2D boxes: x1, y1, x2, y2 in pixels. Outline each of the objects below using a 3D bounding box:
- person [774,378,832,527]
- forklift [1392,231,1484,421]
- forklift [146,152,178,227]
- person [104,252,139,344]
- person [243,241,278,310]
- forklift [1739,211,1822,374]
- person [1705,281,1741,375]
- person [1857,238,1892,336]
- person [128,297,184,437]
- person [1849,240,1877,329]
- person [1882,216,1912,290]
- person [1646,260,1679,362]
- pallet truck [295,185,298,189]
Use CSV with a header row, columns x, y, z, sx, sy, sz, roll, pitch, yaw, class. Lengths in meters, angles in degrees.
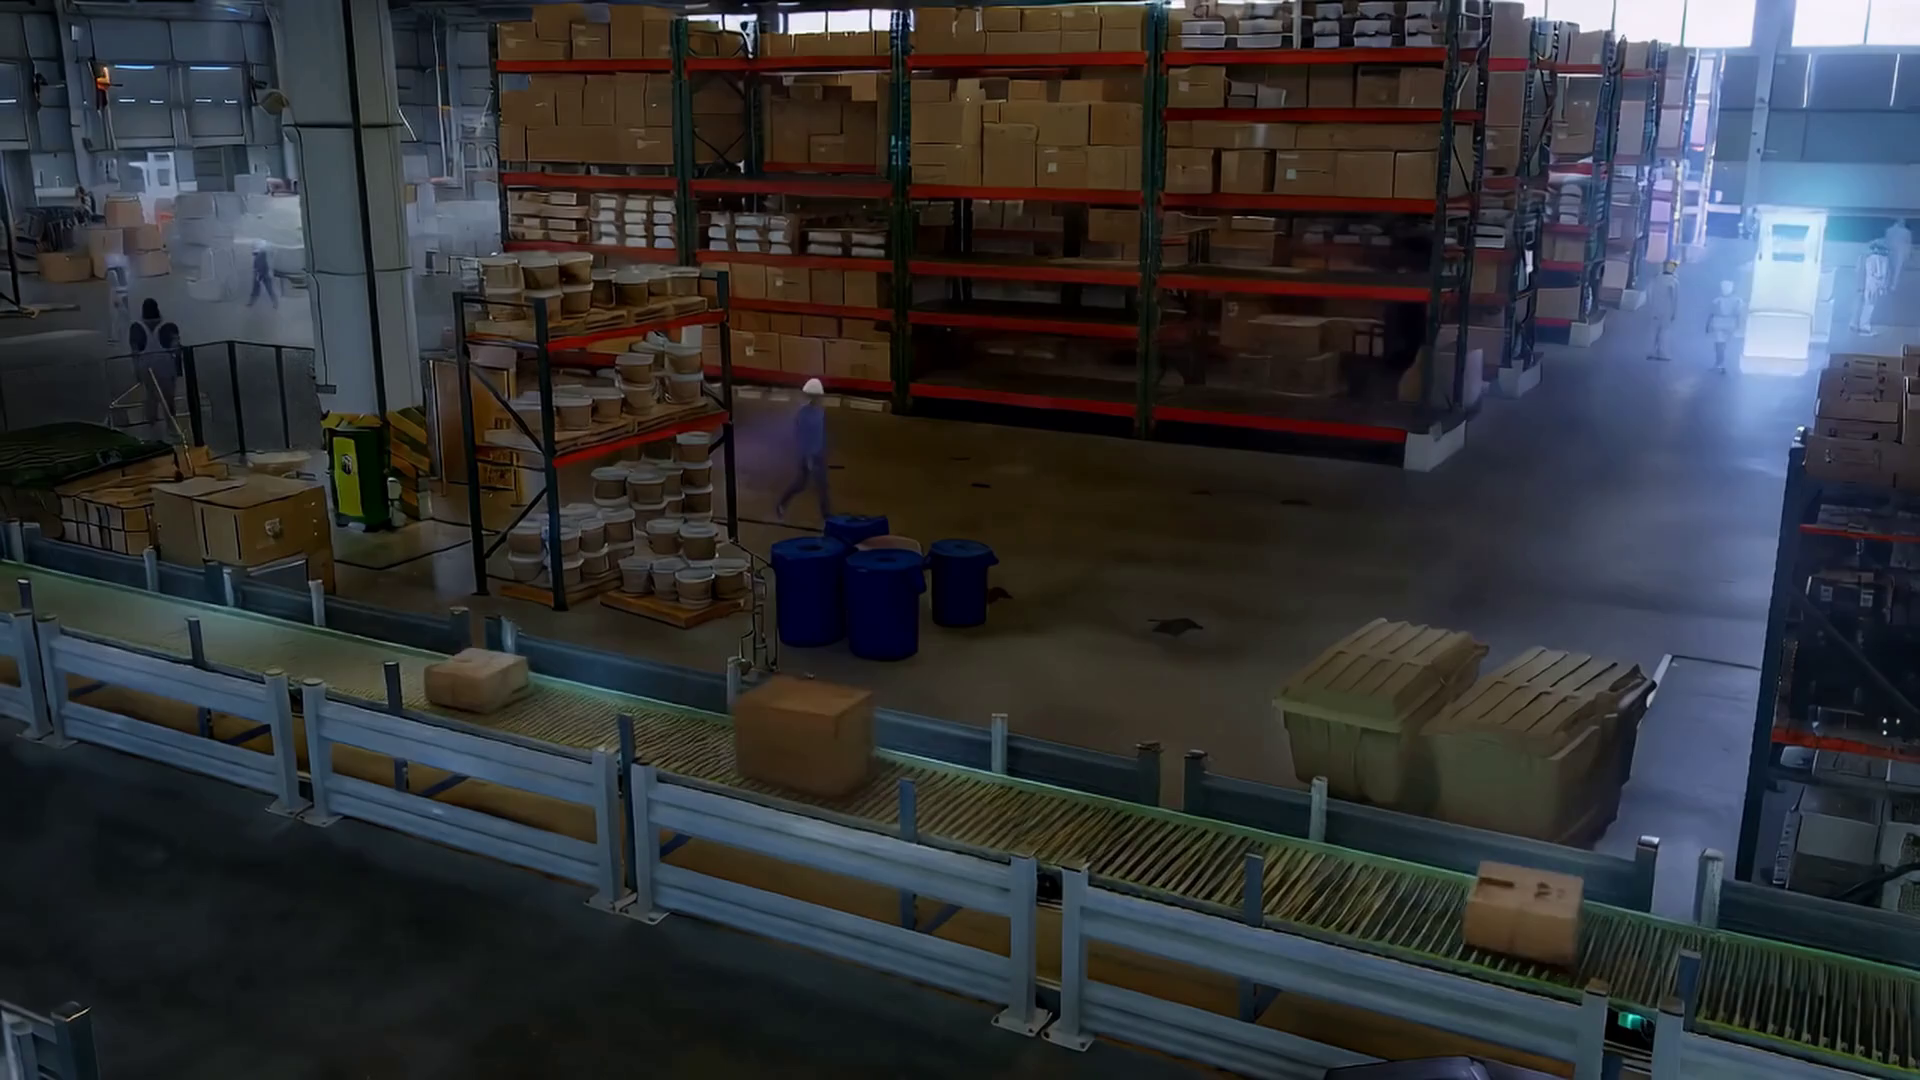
x,y,z,sx,sy,sz,roll,pitch,yaw,class
-1.760,-1.002,19.054,0.795,1.739,0.521,10,18,33,person
7.029,-3.292,25.477,1.873,2.768,1.129,8,17,28,forklift
-30.070,-13.240,62.873,1.873,2.768,1.129,8,17,28,forklift
-16.775,-4.837,33.265,0.874,1.858,0.573,2,15,9,person
-16.278,-6.141,38.633,0.849,1.590,0.547,4,15,13,person
14.927,-4.531,30.132,1.129,2.768,1.873,8,17,27,forklift
13.637,-3.795,29.725,0.536,1.650,0.918,1,15,4,person
18.922,-5.226,34.381,0.601,2.036,0.409,-14,20,-41,person
-11.713,-2.562,24.341,0.691,2.000,0.952,-5,16,-18,person
19.312,-5.436,35.428,0.636,1.900,0.399,-13,20,-40,person
24.093,-7.402,42.829,0.652,1.887,0.735,7,17,25,person
13.185,-4.289,31.110,0.400,1.901,0.645,-5,16,-19,person
-26.804,-14.617,69.738,1.885,1.965,0.823,-14,20,-42,pallet truck
